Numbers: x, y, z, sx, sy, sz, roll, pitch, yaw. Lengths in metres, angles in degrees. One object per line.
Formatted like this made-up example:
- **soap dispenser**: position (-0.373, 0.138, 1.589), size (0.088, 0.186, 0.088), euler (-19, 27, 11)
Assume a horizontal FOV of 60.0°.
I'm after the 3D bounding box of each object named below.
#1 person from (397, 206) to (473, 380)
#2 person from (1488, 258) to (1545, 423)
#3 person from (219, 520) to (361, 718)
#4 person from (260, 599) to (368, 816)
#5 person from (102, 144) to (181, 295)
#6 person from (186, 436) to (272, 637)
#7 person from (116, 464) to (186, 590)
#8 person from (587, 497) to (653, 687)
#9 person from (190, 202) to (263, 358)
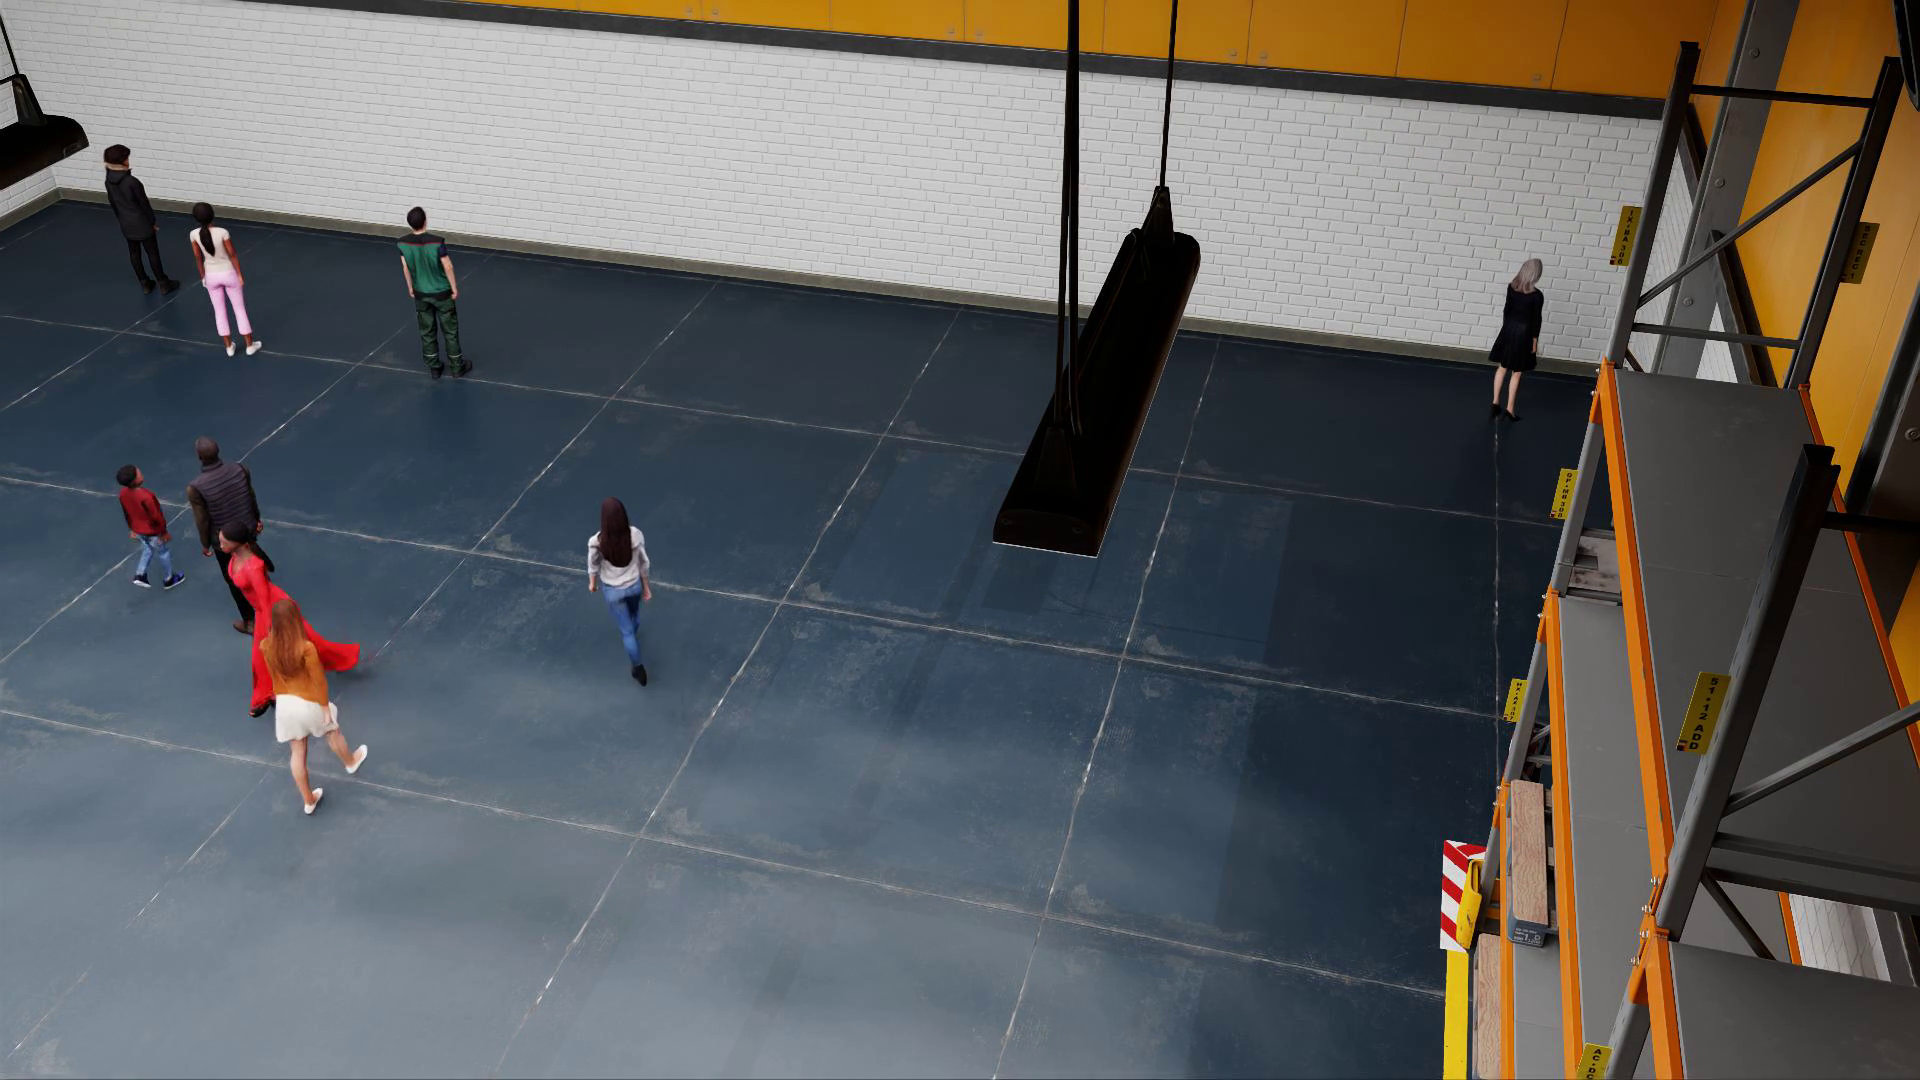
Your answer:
- **person**: position (-5.532, -2.601, 17.448), size (0.718, 1.901, 0.652), euler (1, 34, 2)
- **person**: position (5.609, -2.019, 16.714), size (0.746, 1.746, 0.702), euler (-22, 40, -30)
- **person**: position (-5.225, 0.526, 12.899), size (1.254, 1.729, 1.005), euler (-29, 43, -36)
- **person**: position (-4.728, 1.239, 11.862), size (0.728, 1.689, 0.979), euler (3, 34, 4)
- **person**: position (-9.509, -3.679, 19.184), size (0.640, 1.774, 0.620), euler (5, 34, 7)
- **person**: position (-5.978, -0.044, 13.661), size (0.831, 1.835, 0.648), euler (22, 40, 30)
- **person**: position (-6.991, -0.077, 14.242), size (0.552, 1.246, 0.673), euler (14, 36, 19)
- **person**: position (-2.629, 0.443, 13.141), size (0.969, 1.600, 1.023), euler (-19, 38, -26)
- **person**: position (-7.954, -2.815, 17.914), size (0.651, 1.742, 0.631), euler (-4, 34, -6)
